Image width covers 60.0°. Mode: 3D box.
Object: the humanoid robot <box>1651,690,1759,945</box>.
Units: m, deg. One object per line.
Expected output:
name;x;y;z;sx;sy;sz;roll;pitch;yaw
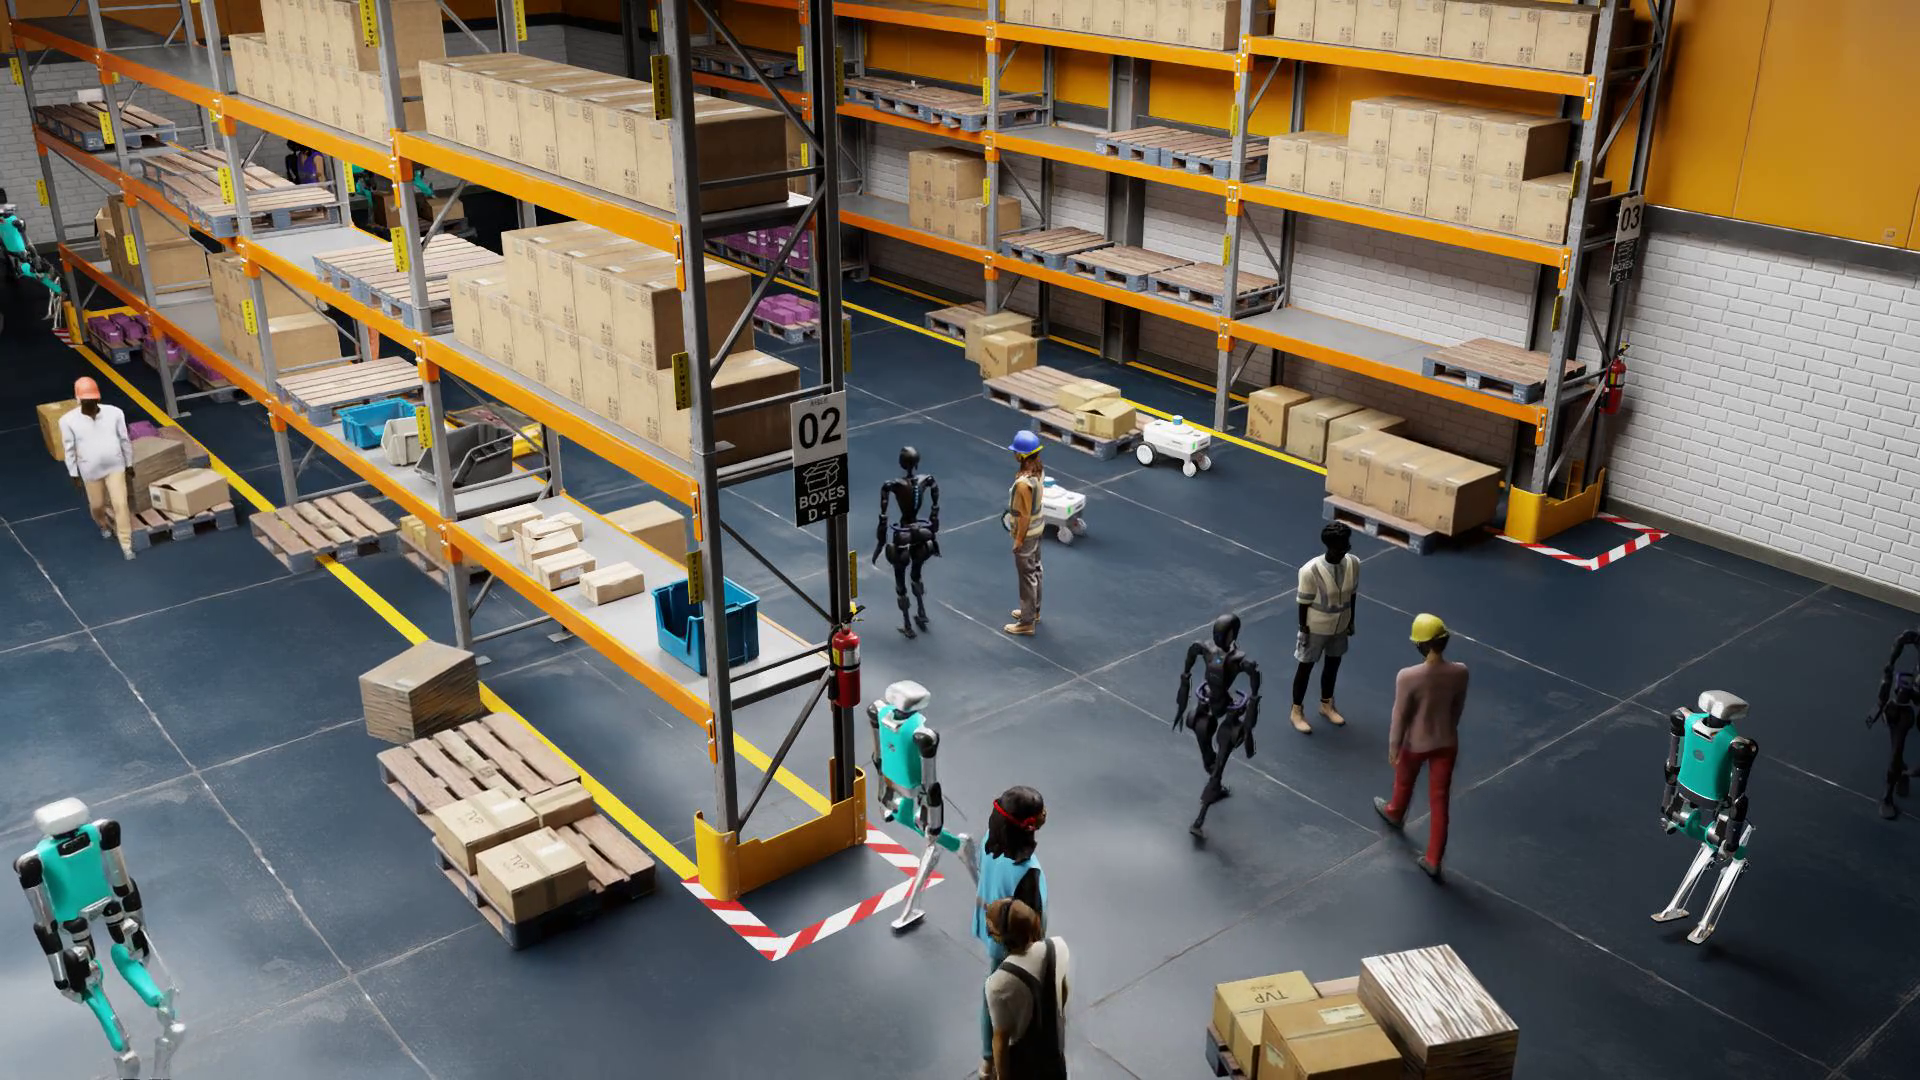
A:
humanoid robot;4.538;1.604;9.909;0.735;1.677;0.533;-13;27;-28

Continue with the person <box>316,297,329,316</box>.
person;-9.198;-3.940;22.779;0.886;1.838;0.559;-3;24;-8

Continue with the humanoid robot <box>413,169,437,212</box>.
humanoid robot;-9.109;-6.168;28.075;0.866;1.782;0.543;6;24;14

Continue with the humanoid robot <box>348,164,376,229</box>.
humanoid robot;-9.779;-5.846;27.358;0.535;1.731;0.940;3;24;7

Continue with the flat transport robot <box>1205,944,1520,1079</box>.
flat transport robot;2.007;2.982;8.739;0.659;0.231;1.431;-6;24;-13

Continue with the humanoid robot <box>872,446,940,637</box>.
humanoid robot;-0.457;-0.002;13.882;0.609;1.649;0.411;-12;26;-27

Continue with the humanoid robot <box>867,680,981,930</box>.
humanoid robot;-0.105;1.578;10.180;0.927;1.807;0.560;-22;31;-40

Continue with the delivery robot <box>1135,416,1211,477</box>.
delivery robot;2.282;-1.029;17.661;0.774;0.592;0.499;21;31;39

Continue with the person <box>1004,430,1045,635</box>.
person;0.544;-0.066;13.892;0.306;1.777;0.478;6;24;15

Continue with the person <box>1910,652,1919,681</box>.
person;7.807;0.261;12.956;0.549;1.922;0.387;15;28;31

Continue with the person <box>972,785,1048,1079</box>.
person;0.273;2.119;8.721;0.371;1.865;0.542;-12;26;-25

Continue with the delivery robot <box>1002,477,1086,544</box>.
delivery robot;0.819;-0.312;16.013;0.795;0.602;0.499;14;27;30

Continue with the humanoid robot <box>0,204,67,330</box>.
humanoid robot;-12.390;-3.687;22.351;0.538;1.774;0.840;9;25;21

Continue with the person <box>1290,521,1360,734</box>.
person;2.719;0.636;12.379;0.535;1.691;0.319;-10;25;-23

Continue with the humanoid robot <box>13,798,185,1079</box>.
humanoid robot;-4.349;2.264;8.656;0.807;1.842;0.541;14;27;30

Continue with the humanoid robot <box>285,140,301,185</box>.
humanoid robot;-10.687;-5.713;27.081;0.595;1.651;0.399;12;26;26

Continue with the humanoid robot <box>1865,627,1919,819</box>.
humanoid robot;6.520;1.102;11.314;0.592;1.637;0.459;8;25;19

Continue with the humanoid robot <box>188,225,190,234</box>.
humanoid robot;-11.038;-3.996;23.090;0.925;1.798;0.539;-5;24;-10

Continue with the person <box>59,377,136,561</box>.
person;-7.976;-0.705;15.435;0.564;1.726;0.754;-14;27;-29

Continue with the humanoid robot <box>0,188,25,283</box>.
humanoid robot;-14.102;-4.604;24.533;0.477;1.650;0.600;2;23;6

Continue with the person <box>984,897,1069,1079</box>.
person;0.328;2.444;8.060;0.621;1.780;0.979;-15;28;-31

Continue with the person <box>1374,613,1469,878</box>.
person;3.011;1.294;10.830;0.532;1.693;0.897;-3;24;-7

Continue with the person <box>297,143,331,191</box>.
person;-10.260;-5.565;26.451;0.529;1.924;0.429;14;27;28

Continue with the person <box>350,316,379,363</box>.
person;-7.175;-2.730;20.088;0.505;1.758;0.341;14;27;28

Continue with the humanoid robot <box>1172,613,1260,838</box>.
humanoid robot;1.712;1.191;11.177;0.612;1.616;0.789;13;27;28

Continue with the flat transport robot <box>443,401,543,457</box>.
flat transport robot;-5.143;-1.231;18.494;0.659;0.231;1.431;-21;31;-39
